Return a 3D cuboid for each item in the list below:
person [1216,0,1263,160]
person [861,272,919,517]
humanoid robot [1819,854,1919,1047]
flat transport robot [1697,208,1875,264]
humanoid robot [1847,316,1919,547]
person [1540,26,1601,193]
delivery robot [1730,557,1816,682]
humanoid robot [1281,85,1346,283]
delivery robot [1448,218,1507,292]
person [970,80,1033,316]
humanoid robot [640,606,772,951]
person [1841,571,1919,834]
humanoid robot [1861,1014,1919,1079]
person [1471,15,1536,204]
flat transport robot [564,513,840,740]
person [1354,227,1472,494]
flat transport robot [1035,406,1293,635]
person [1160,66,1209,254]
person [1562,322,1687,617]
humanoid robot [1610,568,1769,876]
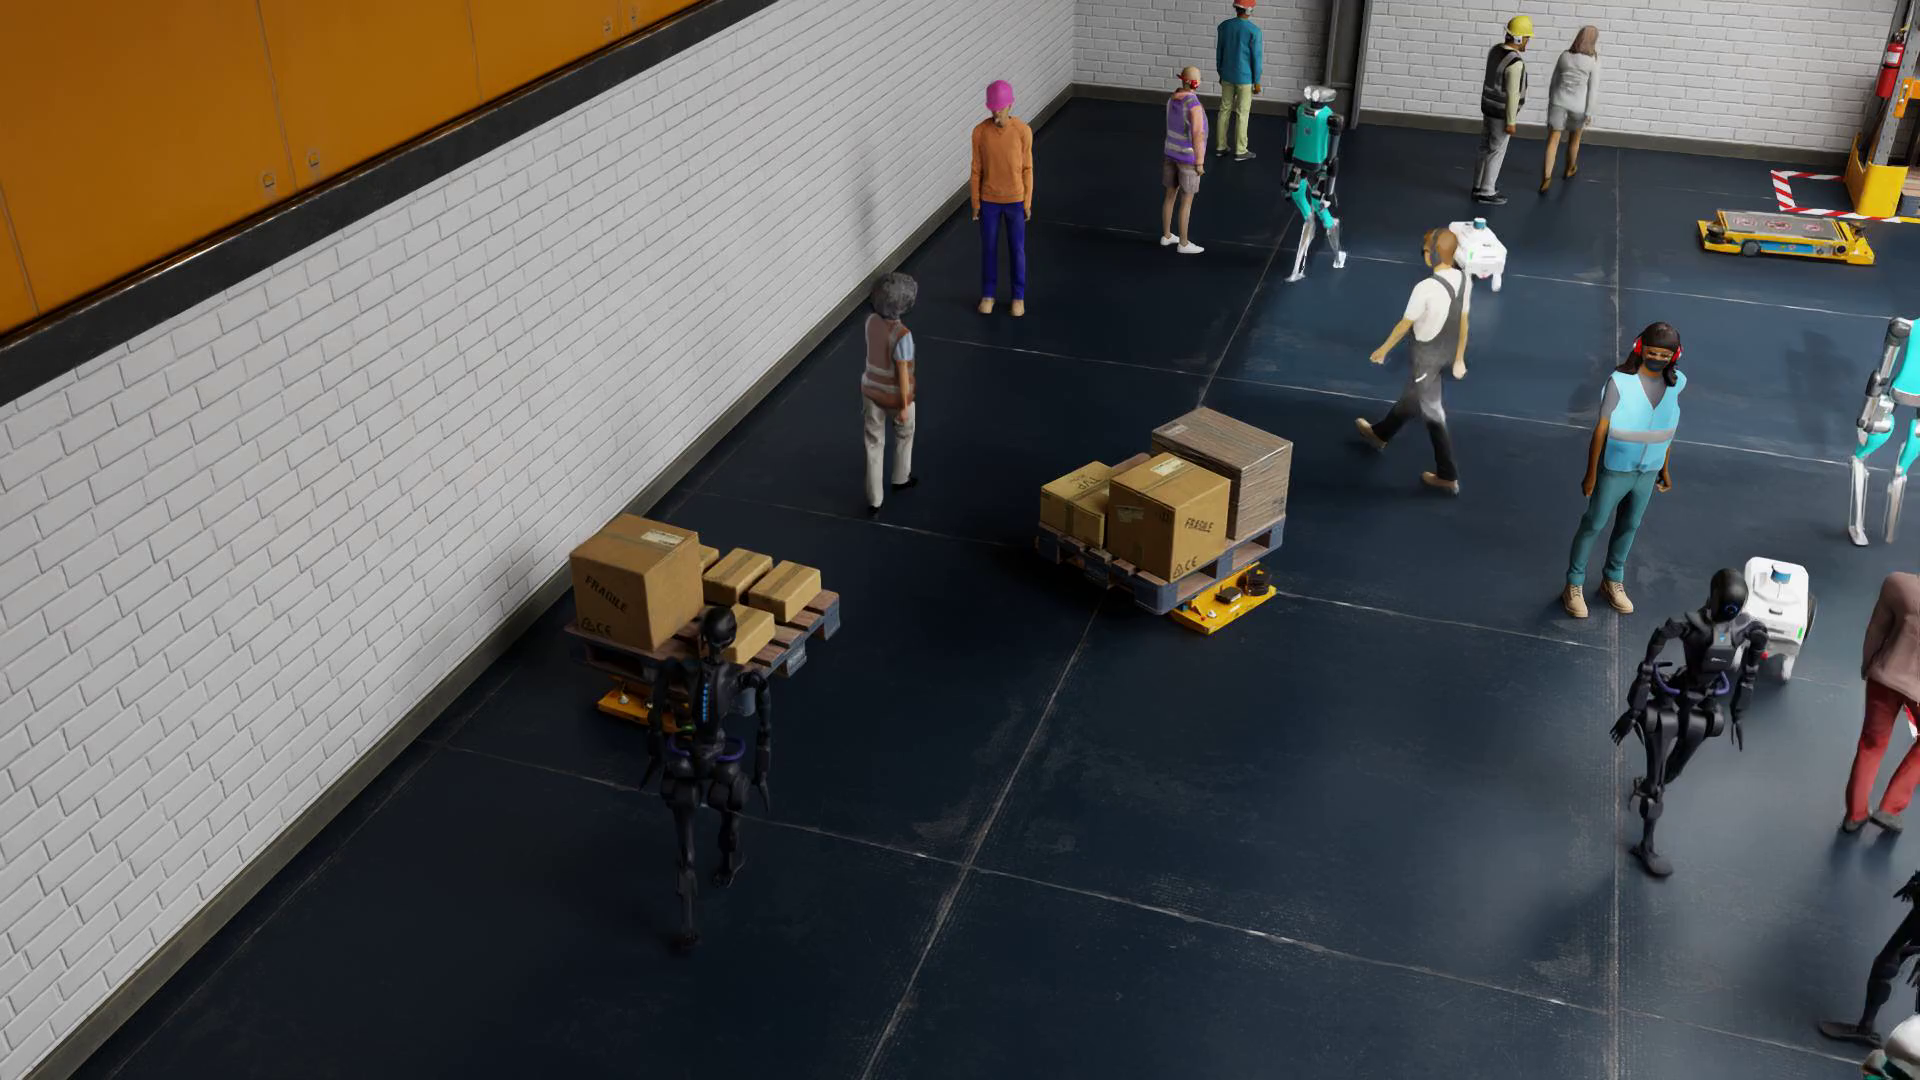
[{"bbox_3d":[2.935,-4.884,17.465,0.562,1.755,0.319,26,39,37],"label":"person"},{"bbox_3d":[-0.442,-0.967,10.897,0.419,1.645,0.609,17,34,26],"label":"person"},{"bbox_3d":[4.057,1.502,6.698,0.670,1.625,0.589,10,32,16],"label":"humanoid robot"},{"bbox_3d":[7.638,-2.810,15.406,1.431,0.231,0.659,8,31,13],"label":"flat transport robot"},{"bbox_3d":[5.943,-0.747,10.519,0.541,1.871,0.653,12,32,19],"label":"humanoid robot"},{"bbox_3d":[6.128,-4.344,16.676,0.492,1.609,0.860,15,34,24],"label":"person"},{"bbox_3d":[4.701,0.415,9.649,0.499,0.606,0.807,13,33,21],"label":"delivery robot"},{"bbox_3d":[3.186,-3.099,14.532,0.552,1.857,0.816,26,39,37],"label":"humanoid robot"},{"bbox_3d":[4.541,-2.544,14.689,0.499,0.613,0.811,-1,30,-1],"label":"delivery robot"},{"bbox_3d":[0.340,-2.822,13.750,0.520,1.973,0.399,4,31,6],"label":"person"},{"bbox_3d":[-1.164,1.048,7.512,0.623,1.632,0.735,7,31,11],"label":"humanoid robot"},{"bbox_3d":[4.586,0.681,7.998,0.392,1.750,0.541,-23,37,-33],"label":"person"},{"bbox_3d":[3.086,2.378,5.208,0.857,1.852,0.550,27,40,37],"label":"humanoid robot"},{"bbox_3d":[5.291,-4.193,16.234,0.403,1.818,0.599,-3,31,-5],"label":"person"},{"bbox_3d":[-1.390,0.627,9.558,0.659,0.231,1.431,14,33,22],"label":"flat transport robot"},{"bbox_3d":[3.128,-1.257,11.272,0.504,1.782,1.004,-25,39,-36],"label":"person"},{"bbox_3d":[1.208,0.128,10.407,0.659,0.231,1.431,-26,39,-37],"label":"flat transport robot"},{"bbox_3d":[2.025,-3.437,15.066,0.345,1.694,0.482,-17,34,-26],"label":"person"},{"bbox_3d":[3.905,-0.415,9.755,0.539,1.865,0.370,-4,31,-8],"label":"person"},{"bbox_3d":[3.453,0.792,7.945,0.611,1.634,0.735,1,30,1],"label":"humanoid robot"}]
